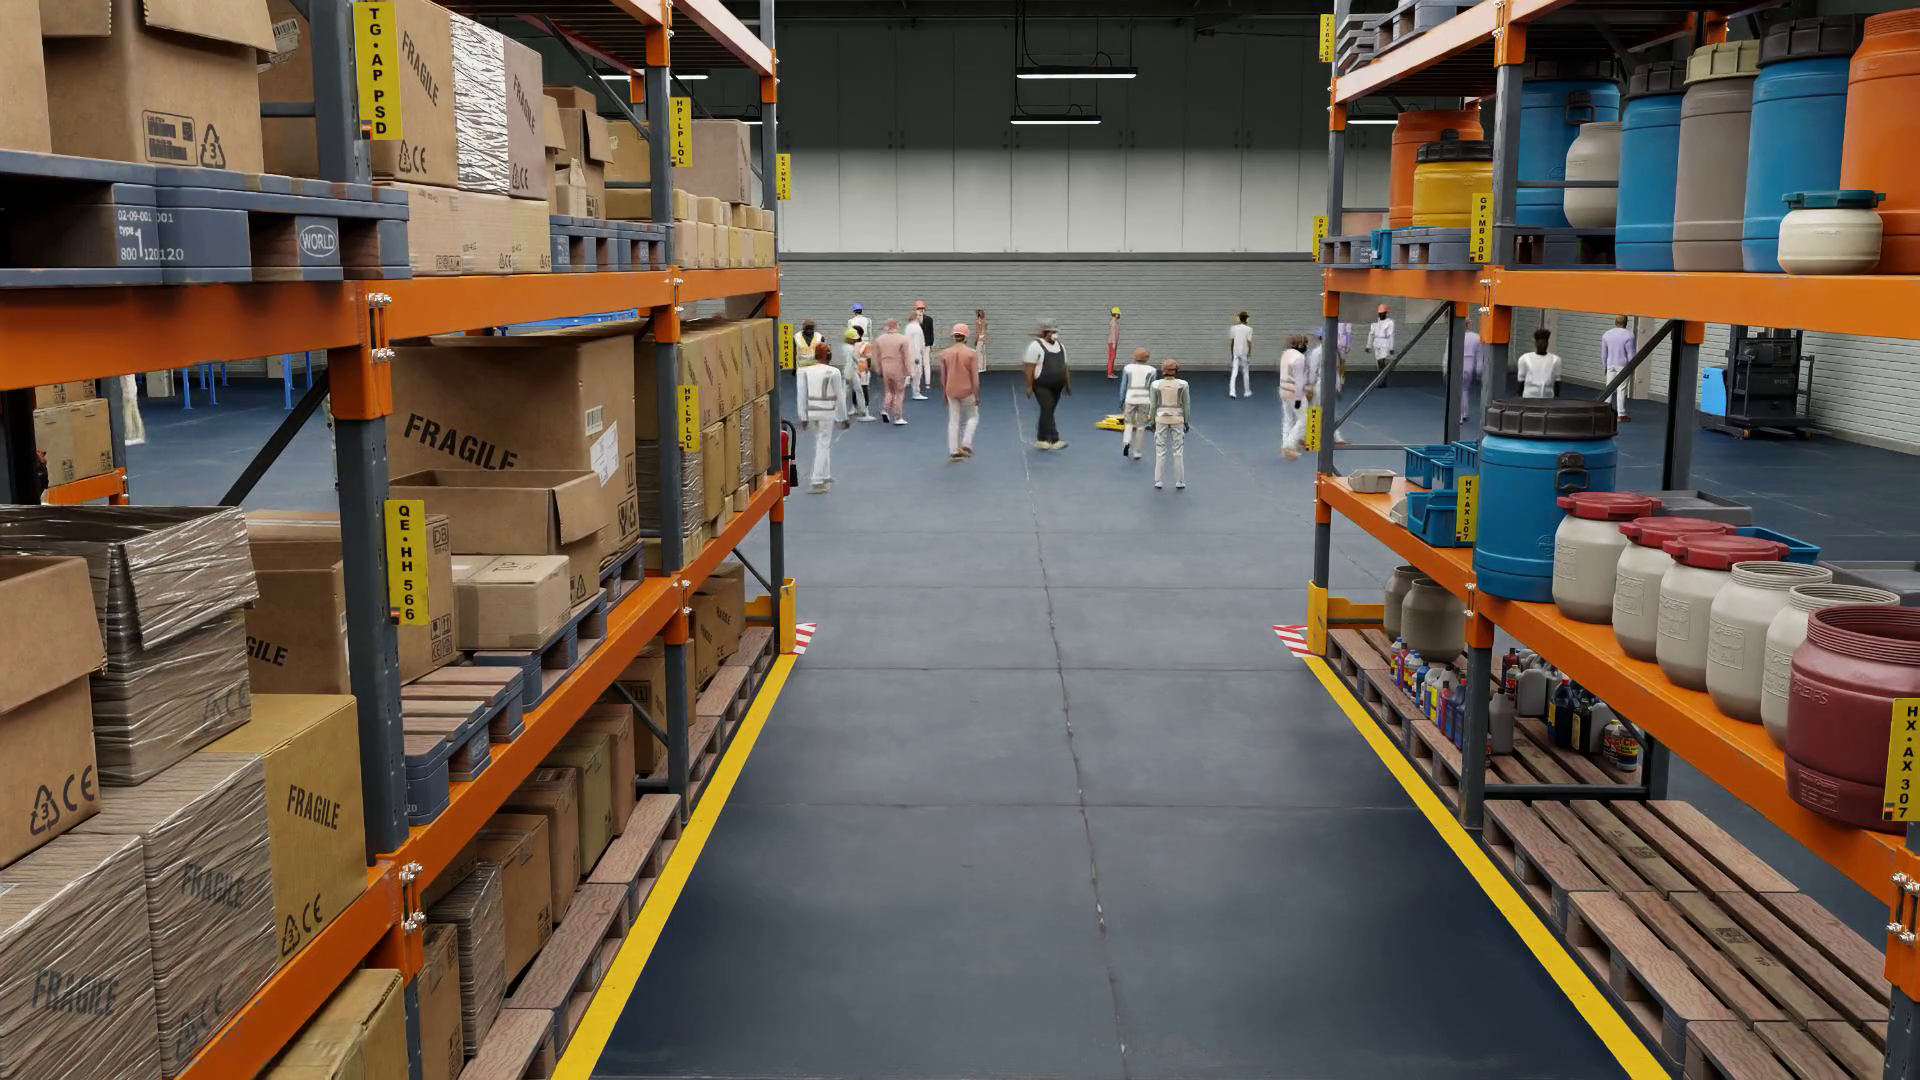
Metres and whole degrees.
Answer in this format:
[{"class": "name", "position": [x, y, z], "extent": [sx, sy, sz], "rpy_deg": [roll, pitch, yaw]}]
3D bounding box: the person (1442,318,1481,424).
[{"class": "person", "position": [8.891, -3.025, 29.622], "extent": [0.681, 1.885, 0.663], "rpy_deg": [-2, 10, -10]}]

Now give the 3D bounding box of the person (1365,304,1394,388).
[{"class": "person", "position": [9.510, -4.391, 37.790], "extent": [0.933, 1.896, 0.570], "rpy_deg": [-9, 13, -43]}]

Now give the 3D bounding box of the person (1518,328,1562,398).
[{"class": "person", "position": [8.077, -1.993, 23.262], "extent": [0.611, 1.948, 0.630], "rpy_deg": [0, 9, 3]}]

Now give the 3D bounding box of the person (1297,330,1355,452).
[{"class": "person", "position": [5.560, -2.284, 25.190], "extent": [1.040, 1.876, 0.619], "rpy_deg": [8, 12, 39]}]

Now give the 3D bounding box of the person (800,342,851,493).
[{"class": "person", "position": [-1.646, -1.546, 20.869], "extent": [0.581, 1.854, 0.811], "rpy_deg": [7, 12, 36]}]

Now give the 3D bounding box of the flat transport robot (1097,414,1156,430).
[{"class": "flat transport robot", "position": [3.132, -2.079, 28.914], "extent": [1.431, 0.197, 0.652], "rpy_deg": [-7, 12, -35]}]

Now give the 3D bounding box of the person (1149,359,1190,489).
[{"class": "person", "position": [2.647, -1.465, 21.019], "extent": [0.514, 1.640, 0.310], "rpy_deg": [2, 10, 10]}]

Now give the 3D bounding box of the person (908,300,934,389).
[{"class": "person", "position": [-0.895, -4.436, 37.747], "extent": [0.612, 1.997, 0.376], "rpy_deg": [-3, 10, -15]}]

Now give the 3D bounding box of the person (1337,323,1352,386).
[{"class": "person", "position": [8.645, -4.485, 38.042], "extent": [0.619, 1.989, 1.024], "rpy_deg": [3, 10, 18]}]

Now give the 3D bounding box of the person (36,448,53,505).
[{"class": "person", "position": [-4.909, 0.441, 8.879], "extent": [0.574, 1.882, 0.356], "rpy_deg": [0, 9, -1]}]

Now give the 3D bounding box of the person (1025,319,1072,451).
[{"class": "person", "position": [1.435, -2.339, 25.182], "extent": [0.710, 2.000, 0.957], "rpy_deg": [-8, 12, -39]}]

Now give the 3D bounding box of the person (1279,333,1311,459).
[{"class": "person", "position": [4.868, -2.090, 24.197], "extent": [0.429, 1.822, 0.637], "rpy_deg": [-2, 10, -14]}]

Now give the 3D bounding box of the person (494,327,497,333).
[{"class": "person", "position": [-7.661, -2.642, 27.182], "extent": [0.360, 1.938, 0.546], "rpy_deg": [9, 13, 42]}]

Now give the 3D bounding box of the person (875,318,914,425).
[{"class": "person", "position": [-1.141, -2.970, 29.335], "extent": [0.680, 1.882, 0.423], "rpy_deg": [6, 11, 33]}]

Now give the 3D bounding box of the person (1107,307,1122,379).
[{"class": "person", "position": [3.809, -4.849, 40.940], "extent": [0.341, 1.757, 0.518], "rpy_deg": [1, 10, 8]}]

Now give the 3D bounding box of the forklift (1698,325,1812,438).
[{"class": "forklift", "position": [13.248, -3.165, 27.620], "extent": [1.129, 2.768, 1.873], "rpy_deg": [0, 9, 1]}]

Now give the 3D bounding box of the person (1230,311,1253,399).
[{"class": "person", "position": [5.930, -3.917, 35.187], "extent": [0.538, 1.831, 0.965], "rpy_deg": [5, 11, 27]}]

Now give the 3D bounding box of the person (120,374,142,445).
[{"class": "person", "position": [-13.076, -2.315, 26.136], "extent": [0.263, 1.632, 0.507], "rpy_deg": [-3, 10, -20]}]

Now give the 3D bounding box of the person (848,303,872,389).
[{"class": "person", "position": [-2.270, -4.374, 37.550], "extent": [0.603, 1.938, 0.401], "rpy_deg": [-5, 11, -29]}]

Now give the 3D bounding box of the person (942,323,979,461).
[{"class": "person", "position": [0.018, -2.137, 24.040], "extent": [0.644, 1.970, 0.523], "rpy_deg": [5, 11, 28]}]

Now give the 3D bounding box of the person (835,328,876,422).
[{"class": "person", "position": [-1.936, -2.959, 29.838], "extent": [0.823, 1.681, 0.484], "rpy_deg": [-3, 10, -18]}]

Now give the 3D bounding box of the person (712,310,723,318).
[{"class": "person", "position": [-5.320, -4.120, 36.429], "extent": [0.596, 1.796, 0.939], "rpy_deg": [-3, 10, -20]}]

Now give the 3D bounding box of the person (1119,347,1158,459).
[{"class": "person", "position": [2.588, -1.983, 24.151], "extent": [0.546, 1.620, 0.429], "rpy_deg": [2, 10, 13]}]

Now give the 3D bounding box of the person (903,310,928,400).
[{"class": "person", "position": [-0.997, -3.828, 34.463], "extent": [0.631, 1.884, 0.646], "rpy_deg": [-3, 10, -15]}]

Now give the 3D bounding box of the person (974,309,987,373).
[{"class": "person", "position": [0.530, -5.157, 43.134], "extent": [0.309, 1.641, 0.514], "rpy_deg": [5, 11, 26]}]

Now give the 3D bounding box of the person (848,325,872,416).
[{"class": "person", "position": [-1.884, -3.156, 30.978], "extent": [0.540, 1.695, 0.317], "rpy_deg": [5, 11, 29]}]

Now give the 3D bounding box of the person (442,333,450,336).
[{"class": "person", "position": [-8.988, -2.929, 29.177], "extent": [0.517, 1.842, 0.326], "rpy_deg": [-1, 10, -8]}]

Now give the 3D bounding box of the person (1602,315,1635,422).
[{"class": "person", "position": [11.871, -3.112, 29.991], "extent": [0.371, 1.941, 0.627], "rpy_deg": [-7, 12, -36]}]

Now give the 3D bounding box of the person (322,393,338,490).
[{"class": "person", "position": [-7.706, -1.541, 20.897], "extent": [0.600, 1.831, 0.404], "rpy_deg": [3, 10, 17]}]

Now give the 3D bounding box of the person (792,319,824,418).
[{"class": "person", "position": [-2.821, -3.196, 30.877], "extent": [0.641, 1.813, 0.623], "rpy_deg": [-2, 10, -13]}]
